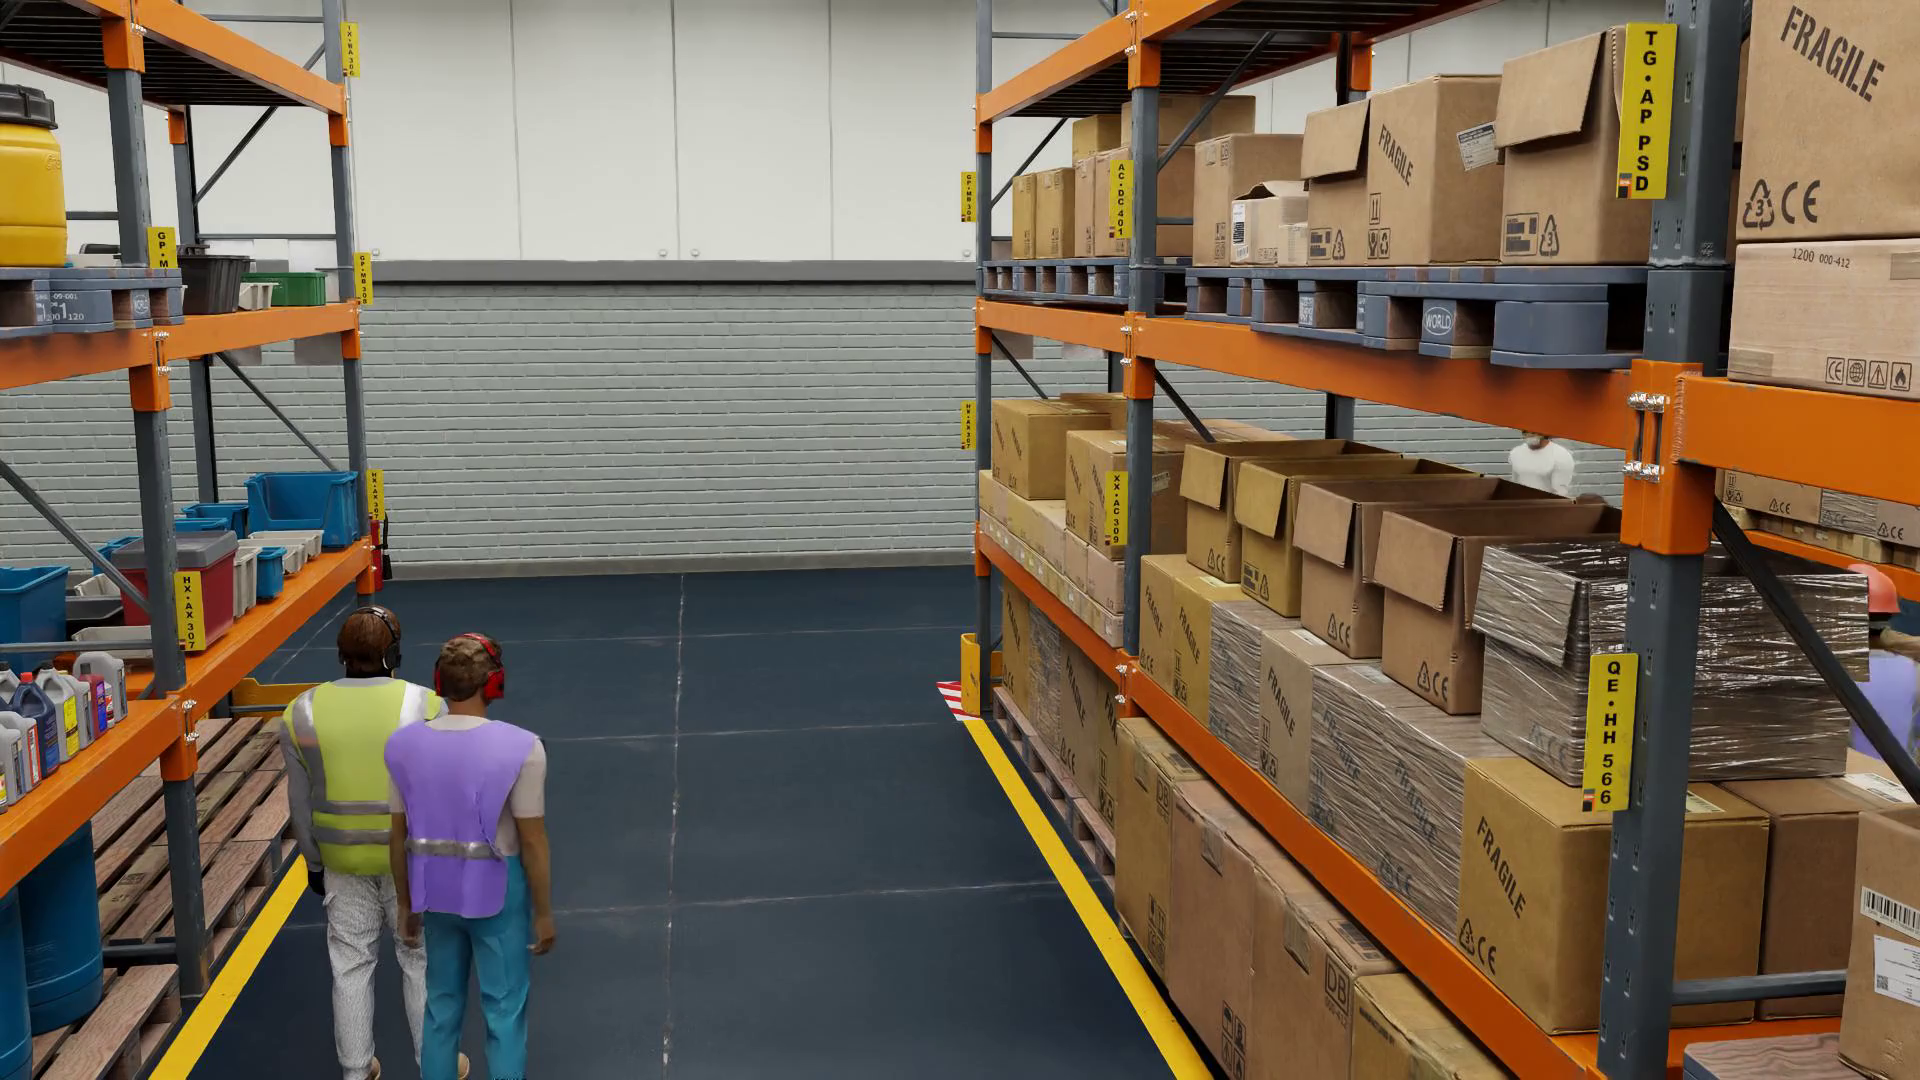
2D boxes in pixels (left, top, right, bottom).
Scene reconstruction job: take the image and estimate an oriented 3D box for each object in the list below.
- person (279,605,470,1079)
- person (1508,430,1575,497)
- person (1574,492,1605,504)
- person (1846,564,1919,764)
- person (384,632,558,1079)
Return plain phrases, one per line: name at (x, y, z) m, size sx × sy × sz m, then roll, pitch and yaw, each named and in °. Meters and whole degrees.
person at (-2.095, 1.145, 6.047) m, size 0.625 × 1.844 × 0.429 m, roll 0°, pitch 9°, yaw -2°
person at (4.700, -0.113, 13.679) m, size 0.976 × 1.876 × 0.630 m, roll -7°, pitch 12°, yaw -38°
person at (3.393, 0.639, 9.266) m, size 0.661 × 1.815 × 0.456 m, roll 1°, pitch 9°, yaw 5°
person at (3.443, 1.029, 6.575) m, size 0.563 × 1.899 × 0.877 m, roll -1°, pitch 9°, yaw -8°
person at (-1.635, 1.227, 5.576) m, size 0.572 × 1.836 × 0.393 m, roll 2°, pitch 9°, yaw 12°
